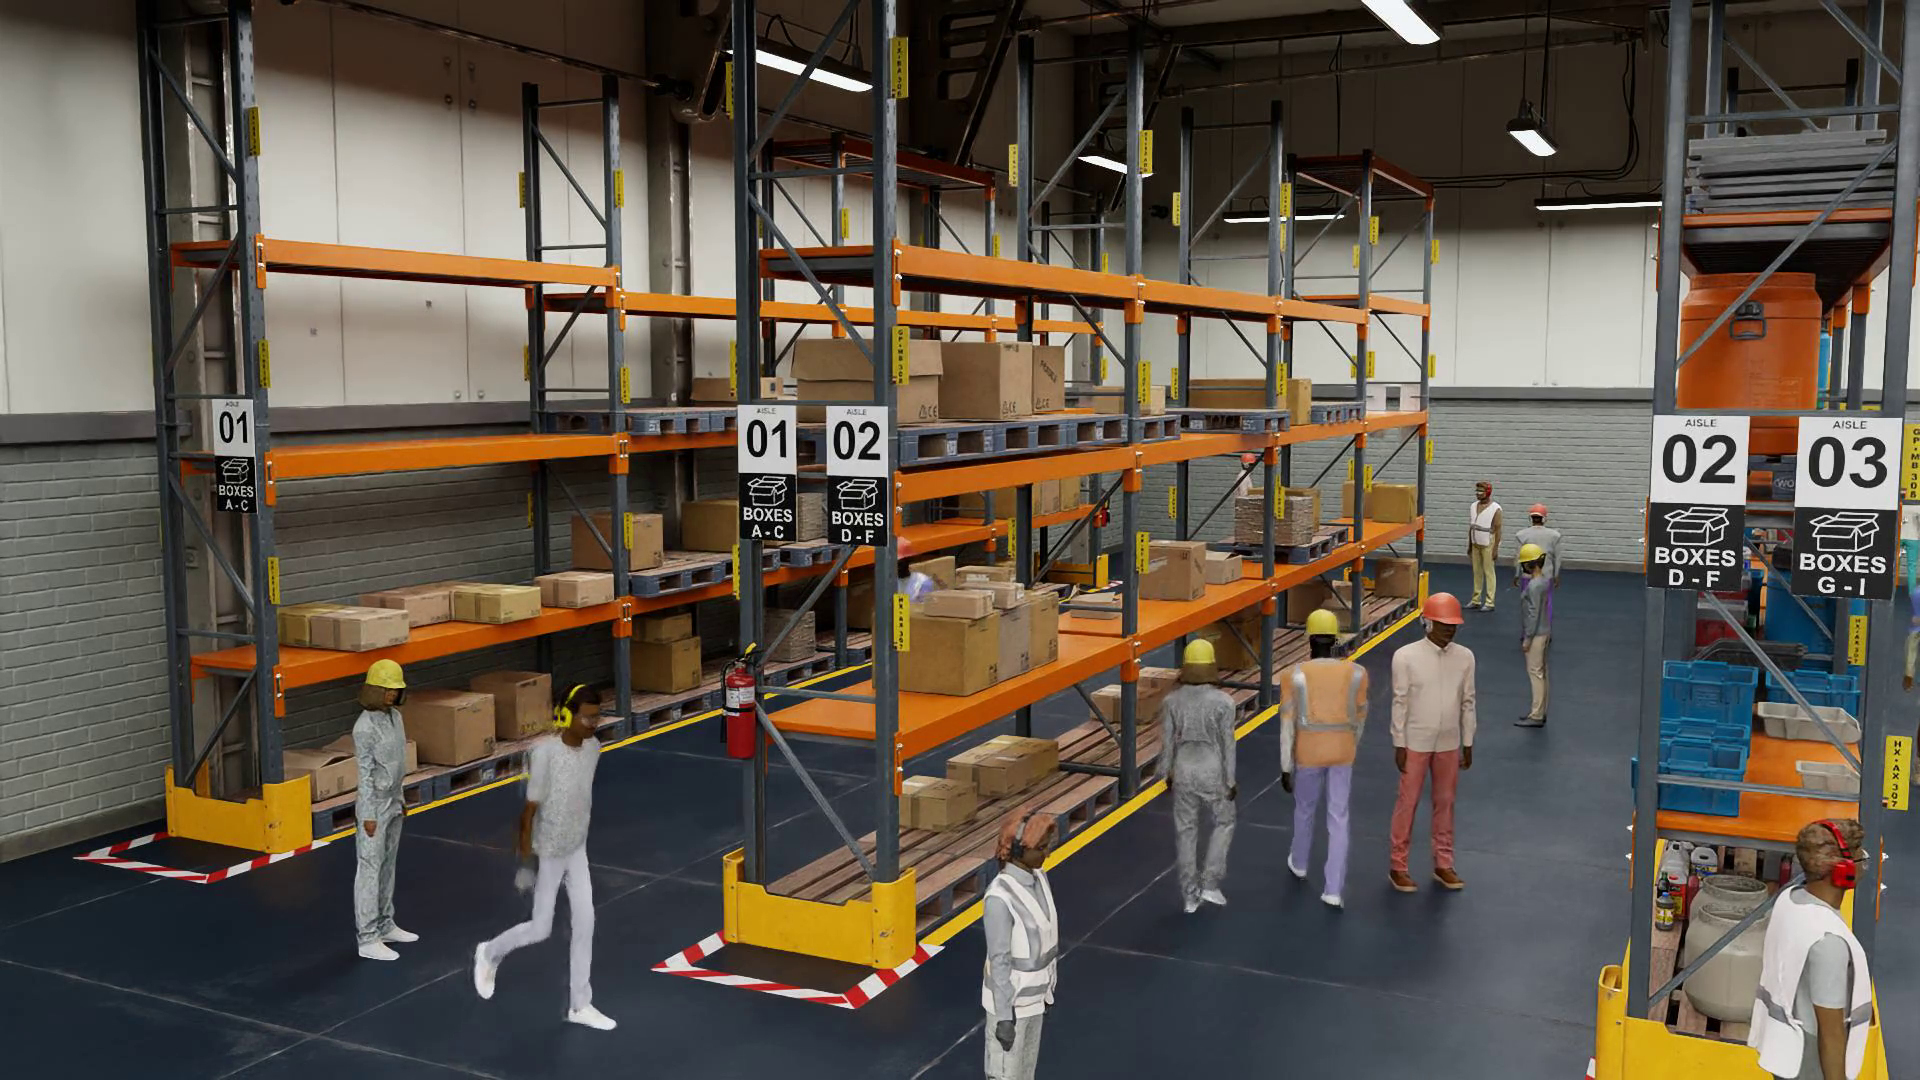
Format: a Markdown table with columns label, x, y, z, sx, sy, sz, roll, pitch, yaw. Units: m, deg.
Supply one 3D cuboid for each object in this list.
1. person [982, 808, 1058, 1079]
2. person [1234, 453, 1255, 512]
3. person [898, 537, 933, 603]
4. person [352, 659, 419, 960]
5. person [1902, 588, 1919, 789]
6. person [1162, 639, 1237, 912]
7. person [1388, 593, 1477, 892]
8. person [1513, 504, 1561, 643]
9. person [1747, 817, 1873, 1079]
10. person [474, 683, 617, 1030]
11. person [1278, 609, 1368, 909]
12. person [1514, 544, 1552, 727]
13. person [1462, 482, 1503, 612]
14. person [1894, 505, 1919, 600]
| label | x | y | z | sx | sy | sz | roll | pitch | yaw |
| --- | --- | --- | --- | --- | --- | --- | --- | --- | --- |
| person | 0.244 | 1.911 | 6.839 | 0.309 | 1.639 | 0.514 | 2 | 6 | 22 |
| person | 4.949 | -0.520 | 28.834 | 0.406 | 1.987 | 0.622 | 1 | 6 | 10 |
| person | -0.494 | 0.918 | 15.153 | 0.558 | 1.917 | 0.515 | 2 | 6 | 21 |
| person | -3.370 | 1.560 | 9.759 | 0.313 | 1.741 | 0.487 | 1 | 6 | 5 |
| person | 8.013 | 1.043 | 13.503 | 0.632 | 2.025 | 0.459 | 2 | 6 | 21 |
| person | 1.519 | 1.482 | 10.513 | 0.509 | 1.727 | 0.370 | 3 | 7 | 27 |
| person | 3.111 | 1.325 | 10.915 | 0.604 | 1.986 | 0.413 | -1 | 6 | -12 |
| person | 7.211 | 0.419 | 20.805 | 0.564 | 1.748 | 0.339 | 1 | 6 | 12 |
| person | 3.037 | 1.899 | 5.938 | 0.385 | 1.849 | 0.569 | 1 | 6 | 12 |
| person | -2.178 | 1.630 | 8.726 | 0.797 | 1.828 | 0.539 | 3 | 7 | 30 |
| person | 2.353 | 1.387 | 10.823 | 0.582 | 1.869 | 0.972 | 0 | 6 | 4 |
| person | 5.493 | 0.915 | 15.958 | 0.331 | 1.760 | 0.522 | 3 | 7 | 30 |
| person | 7.414 | 0.094 | 23.500 | 0.391 | 1.848 | 0.563 | -3 | 6 | -25 |
| person | 14.085 | 0.005 | 24.769 | 0.533 | 1.767 | 0.326 | 5 | 8 | 41 |
